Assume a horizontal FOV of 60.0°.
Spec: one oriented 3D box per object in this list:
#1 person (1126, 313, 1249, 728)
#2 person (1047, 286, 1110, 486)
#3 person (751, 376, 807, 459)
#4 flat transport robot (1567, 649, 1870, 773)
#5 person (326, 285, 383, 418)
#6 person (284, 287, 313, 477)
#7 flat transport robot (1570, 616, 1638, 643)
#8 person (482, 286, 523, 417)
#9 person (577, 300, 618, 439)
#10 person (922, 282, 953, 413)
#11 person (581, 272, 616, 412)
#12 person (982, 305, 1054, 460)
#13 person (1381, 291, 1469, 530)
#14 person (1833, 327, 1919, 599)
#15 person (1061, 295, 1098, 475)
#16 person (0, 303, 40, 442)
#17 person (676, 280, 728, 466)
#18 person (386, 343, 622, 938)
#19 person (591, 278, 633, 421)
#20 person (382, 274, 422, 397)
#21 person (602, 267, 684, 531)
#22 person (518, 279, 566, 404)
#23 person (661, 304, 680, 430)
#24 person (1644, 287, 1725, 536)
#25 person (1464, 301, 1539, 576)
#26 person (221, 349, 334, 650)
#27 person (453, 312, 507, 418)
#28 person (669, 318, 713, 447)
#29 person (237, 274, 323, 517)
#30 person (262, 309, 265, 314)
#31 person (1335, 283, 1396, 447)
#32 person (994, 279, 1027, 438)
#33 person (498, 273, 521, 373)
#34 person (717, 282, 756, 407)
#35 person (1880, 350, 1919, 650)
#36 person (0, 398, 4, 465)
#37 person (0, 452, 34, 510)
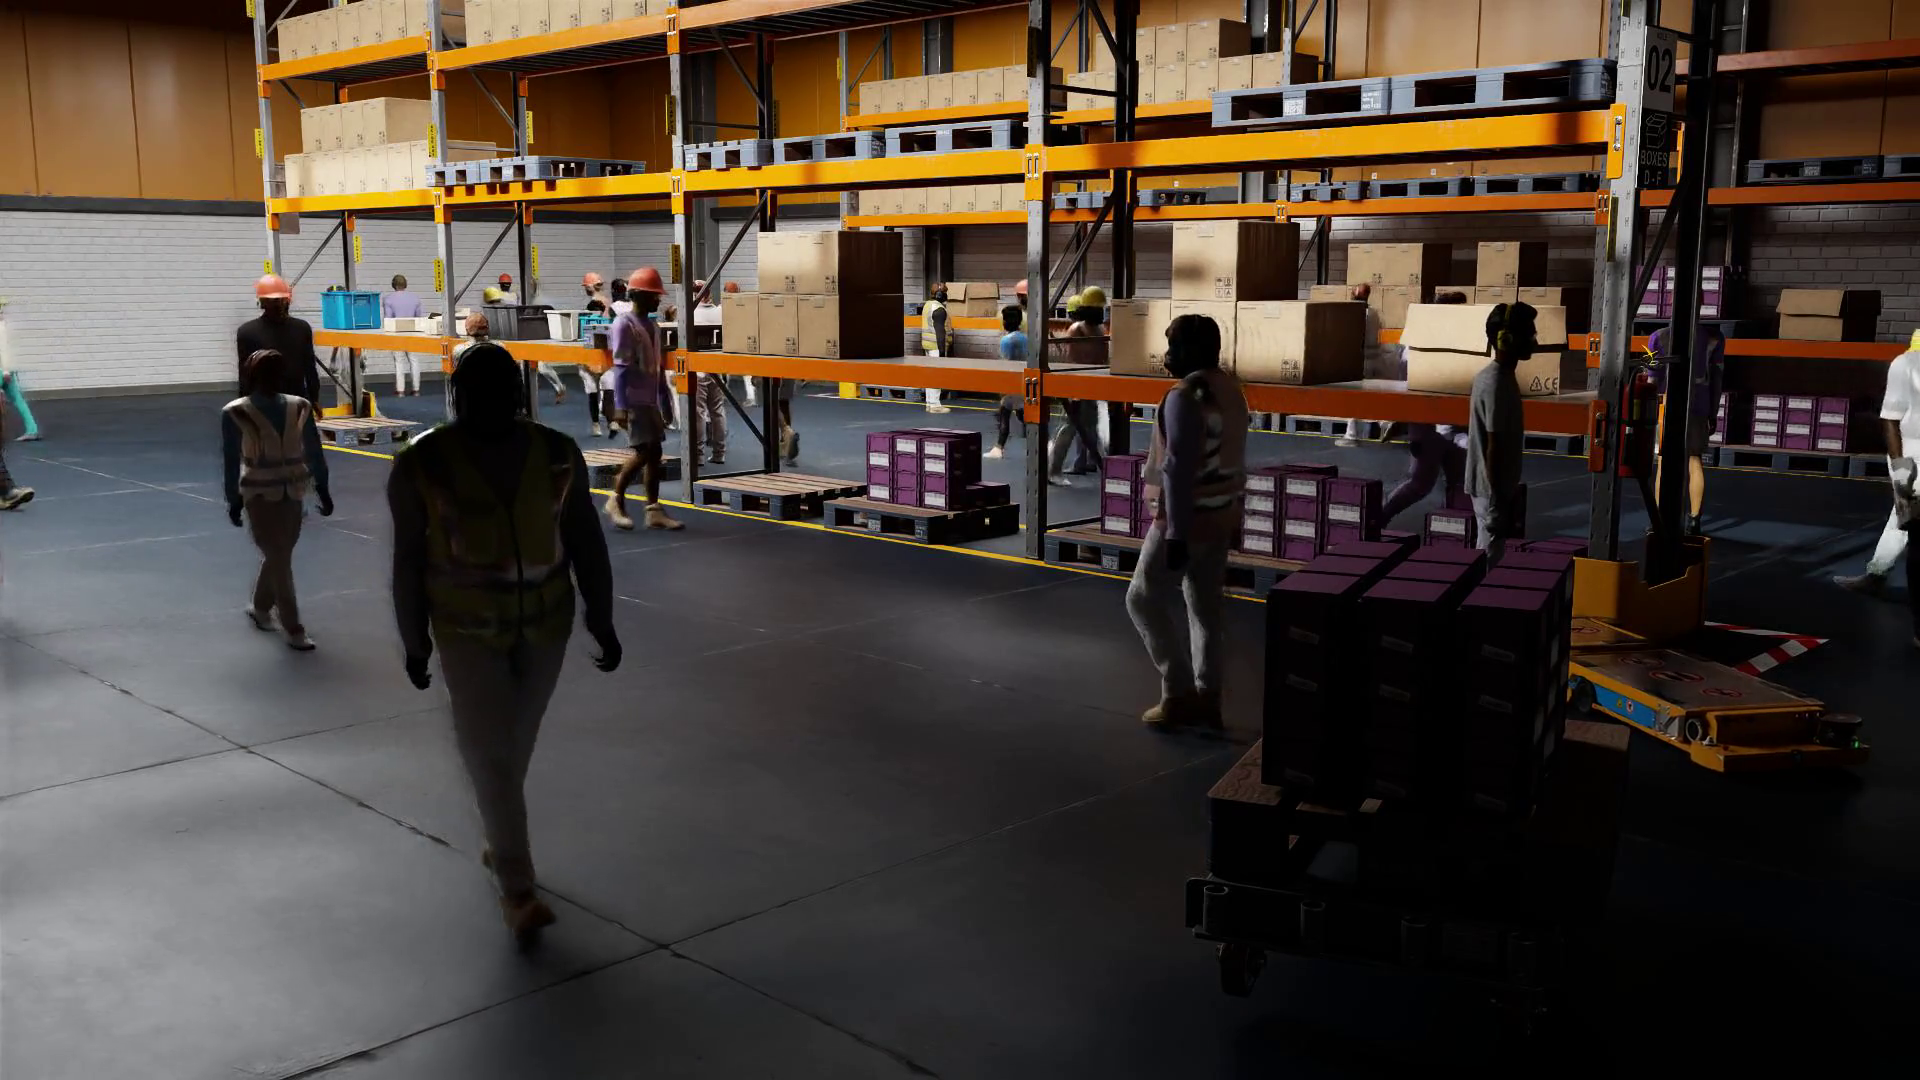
[{"bbox_3d":[0.994,-0.069,7.282,0.487,1.828,0.661,6,11,33],"label":"person"},{"bbox_3d":[1.186,-1.388,15.270,1.027,1.866,0.590,9,13,43],"label":"person"},{"bbox_3d":[-1.864,-1.816,17.464,0.621,2.013,0.838,-5,11,-29],"label":"person"},{"bbox_3d":[3.195,0.708,7.282,0.652,0.197,1.431,-2,9,-10],"label":"flat transport robot"},{"bbox_3d":[-7.628,-2.279,20.851,0.852,1.829,0.529,0,9,-1],"label":"person"},{"bbox_3d":[-6.143,-1.401,15.206,0.682,1.935,0.557,6,11,34],"label":"person"},{"bbox_3d":[2.742,0.552,8.237,1.431,0.197,0.652,-2,9,-11],"label":"flat transport robot"},{"bbox_3d":[-5.762,-2.272,20.861,0.599,1.807,0.726,-7,11,-35],"label":"person"},{"bbox_3d":[-4.289,-2.017,19.750,0.550,1.642,0.878,-3,10,-18],"label":"person"},{"bbox_3d":[-0.313,-2.701,23.425,0.430,1.836,0.619,-3,10,-17],"label":"person"},{"bbox_3d":[-5.096,-2.763,23.376,0.478,1.973,0.616,3,10,16],"label":"person"},{"bbox_3d":[0.649,-1.642,17.482,0.868,1.659,0.531,4,10,25],"label":"person"},{"bbox_3d":[3.257,-0.785,11.543,0.656,1.881,0.819,-8,12,-40],"label":"person"},{"bbox_3d":[5.825,-0.434,9.961,0.577,1.686,0.795,-3,10,-19],"label":"person"},{"bbox_3d":[1.170,-1.525,16.409,0.319,1.766,0.533,6,11,33],"label":"person"},{"bbox_3d":[-11.192,-1.969,19.244,0.895,1.713,0.549,-6,11,-31],"label":"person"},{"bbox_3d":[-2.659,-1.713,17.126,0.408,1.909,0.642,8,12,42],"label":"person"},{"bbox_3d":[-1.413,0.289,5.218,0.636,1.794,0.958,-6,11,-33],"label":"person"},{"bbox_3d":[-4.572,-2.519,22.117,0.775,1.894,0.604,5,10,28],"label":"person"},{"bbox_3d":[-8.829,-3.237,26.373,0.635,1.937,0.352,-8,12,-41],"label":"person"},{"bbox_3d":[-2.425,-1.060,12.727,0.477,2.034,0.665,3,10,18],"label":"person"},{"bbox_3d":[-6.167,-2.886,24.323,0.637,1.914,0.841,5,11,28],"label":"person"},{"bbox_3d":[-3.545,-2.125,20.622,0.524,1.583,0.902,-7,12,-38],"label":"person"},{"bbox_3d":[5.433,-0.980,12.525,0.546,1.942,0.352,2,9,10],"label":"person"},{"bbox_3d":[2.574,-0.200,7.969,0.310,1.868,0.532,3,10,15],"label":"person"},{"bbox_3d":[-3.734,-0.243,9.050,0.848,1.597,0.526,8,12,39],"label":"person"},{"bbox_3d":[-4.261,-1.207,14.844,0.512,1.639,0.311,-6,11,-33],"label":"person"},{"bbox_3d":[-2.925,-1.891,18.584,0.632,1.791,0.726,-9,13,-43],"label":"person"},{"bbox_3d":[-5.365,-1.103,13.159,0.656,1.977,0.432,-9,13,-44],"label":"person"},{"bbox_3d":[-11.125,-3.332,27.164,0.513,1.872,0.328,2,10,14],"label":"person"},{"bbox_3d":[4.579,-1.964,18.780,0.595,1.869,0.597,9,13,44],"label":"person"},{"bbox_3d":[0.697,-2.175,19.968,0.549,1.914,0.811,-8,12,-40],"label":"person"},{"bbox_3d":[-8.233,-3.868,30.245,0.373,1.934,0.551,7,12,39],"label":"person"},{"bbox_3d":[-3.324,-2.876,24.500,0.604,1.831,1.012,-8,12,-40],"label":"person"},{"bbox_3d":[5.229,-0.360,8.859,0.619,1.899,0.906,2,9,11],"label":"person"},{"bbox_3d":[-6.006,-0.499,9.862,0.644,1.857,1.011,-8,12,-39],"label":"person"},{"bbox_3d":[-8.266,-1.193,13.822,1.028,1.934,0.657,3,10,20],"label":"person"}]
